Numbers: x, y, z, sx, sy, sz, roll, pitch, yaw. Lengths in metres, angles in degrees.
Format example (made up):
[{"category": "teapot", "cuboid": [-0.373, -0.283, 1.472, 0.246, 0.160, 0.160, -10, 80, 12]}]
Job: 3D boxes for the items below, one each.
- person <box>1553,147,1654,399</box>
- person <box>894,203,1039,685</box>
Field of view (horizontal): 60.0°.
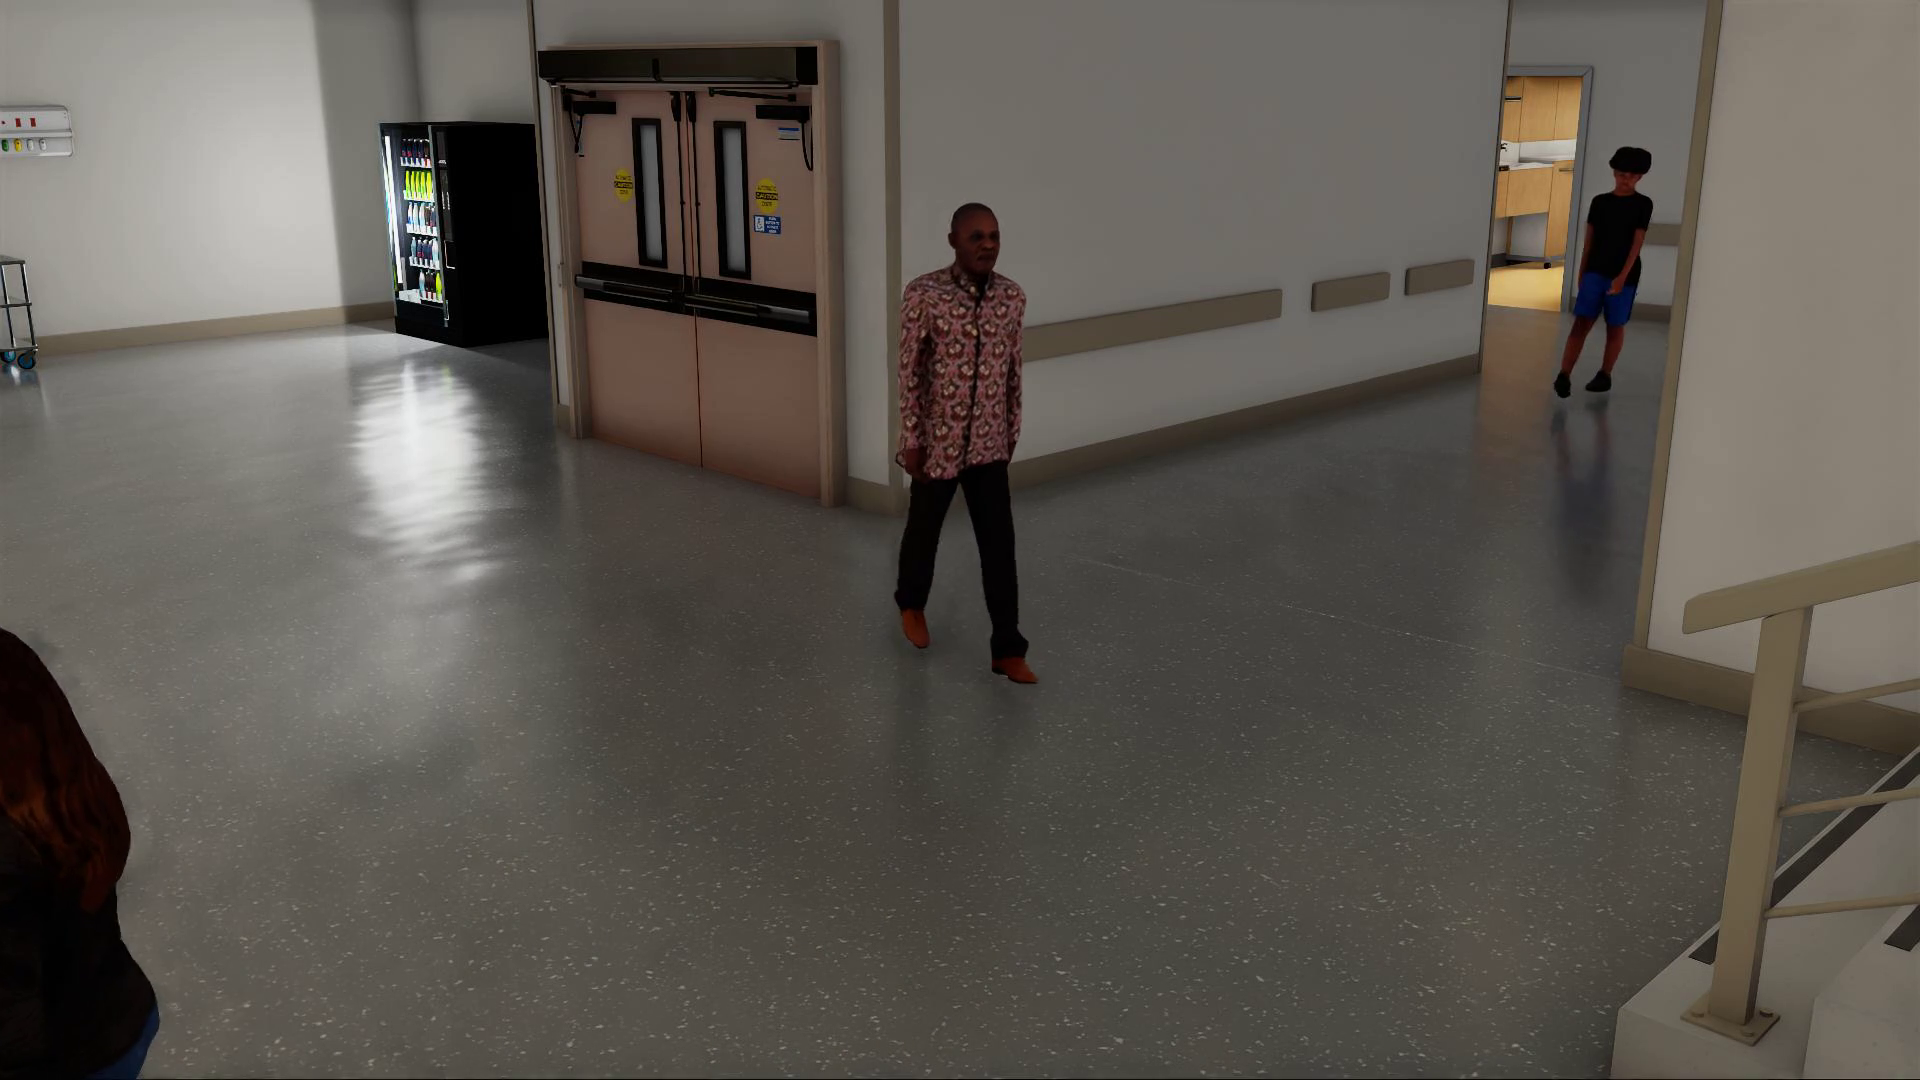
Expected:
[{"category": "person", "cuboid": [4.604, -1.834, 11.647, 1.046, 1.731, 0.792, 14, 21, 40]}, {"category": "person", "cuboid": [-0.047, -0.374, 6.408, 1.044, 1.764, 1.285, -5, 17, -18]}]
